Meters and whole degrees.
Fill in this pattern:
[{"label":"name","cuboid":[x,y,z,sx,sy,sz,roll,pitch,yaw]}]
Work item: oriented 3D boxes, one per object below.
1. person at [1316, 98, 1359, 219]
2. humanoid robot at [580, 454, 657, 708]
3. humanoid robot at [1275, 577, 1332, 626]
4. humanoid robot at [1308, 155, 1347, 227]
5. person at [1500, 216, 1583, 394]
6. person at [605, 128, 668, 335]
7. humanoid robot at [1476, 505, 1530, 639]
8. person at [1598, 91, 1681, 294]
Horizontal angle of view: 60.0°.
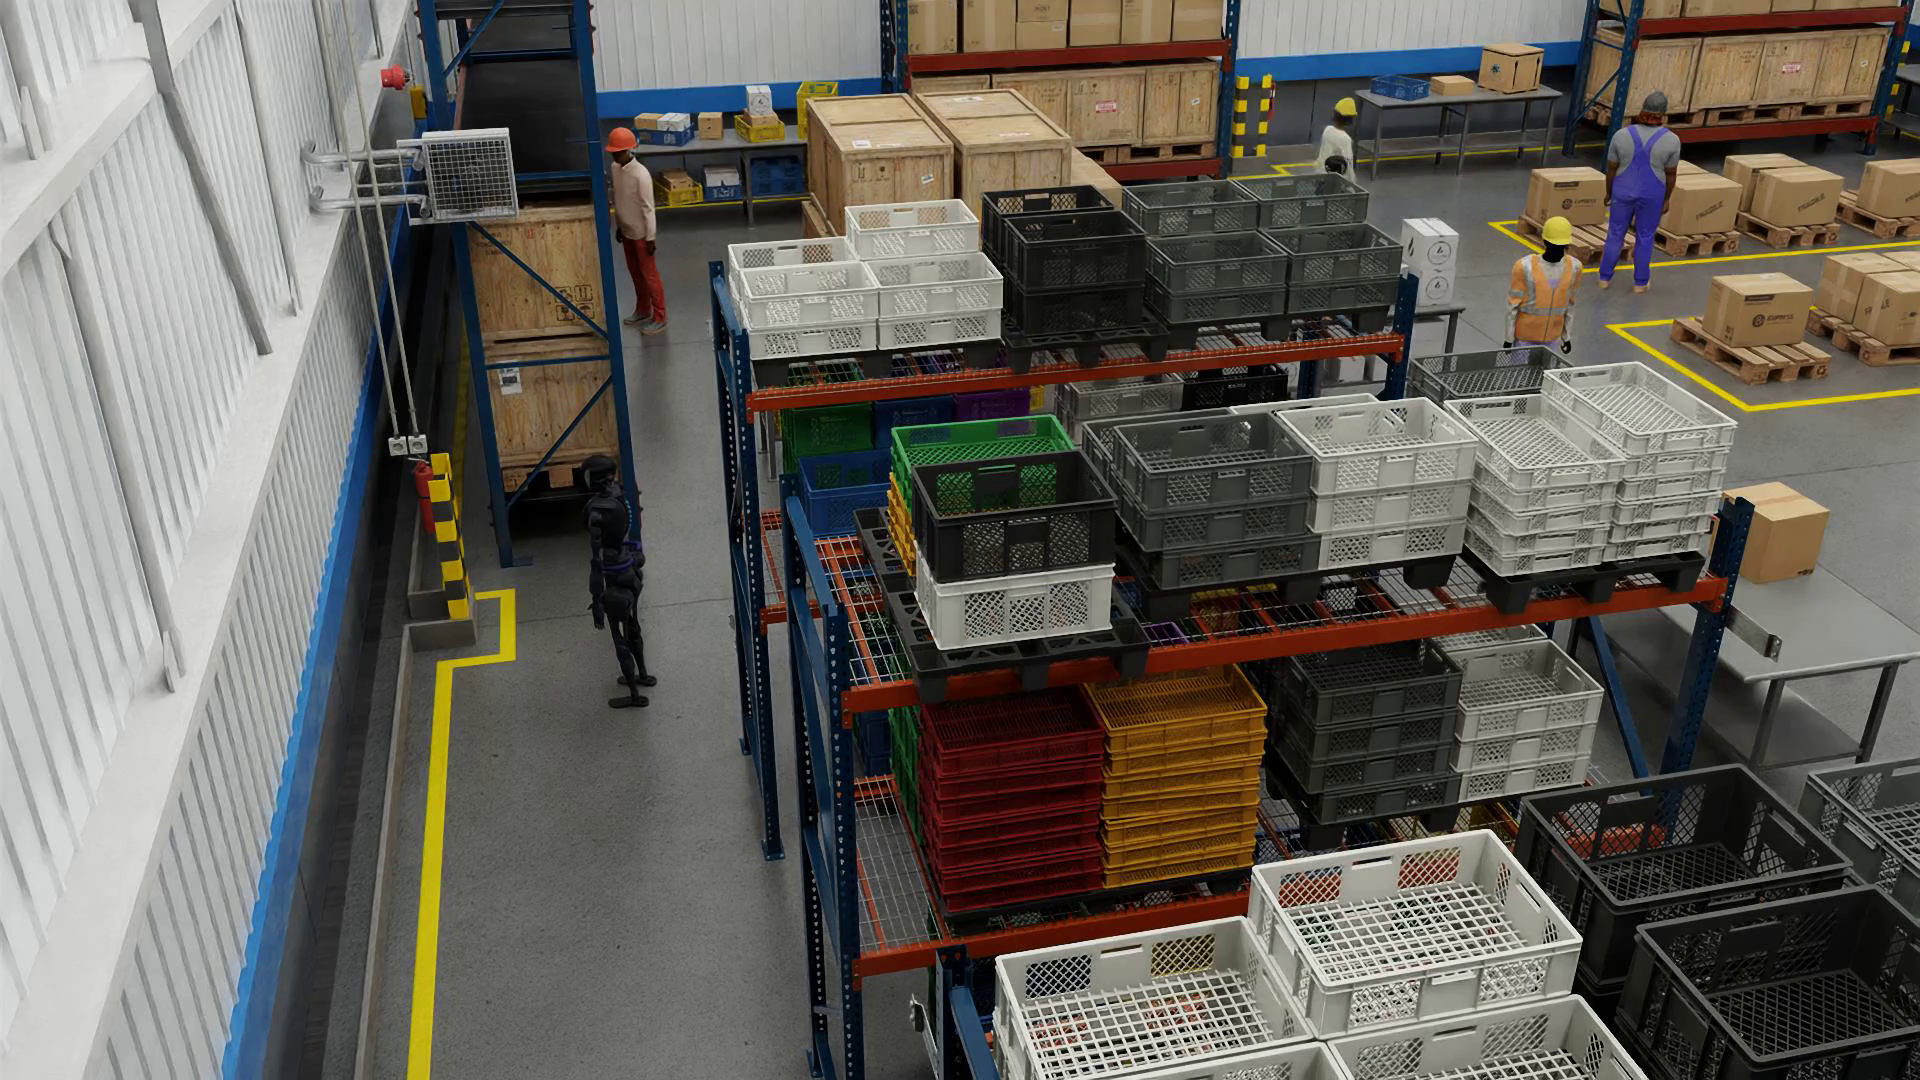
[{"label":"person","cuboid":[4.090,-3.849,17.780,0.879,1.719,0.541,-6,28,-11]},{"label":"humanoid robot","cuboid":[-2.095,0.236,10.090,0.344,1.653,0.565,3,28,6]},{"label":"humanoid robot","cuboid":[2.188,0.164,10.278,0.791,1.615,0.582,24,36,38]},{"label":"humanoid robot","cuboid":[3.497,-2.877,15.991,0.330,1.650,0.571,1,28,2]},{"label":"person","cuboid":[4.683,-1.680,13.456,0.584,1.928,0.365,-3,28,-7]},{"label":"person","cuboid":[-3.099,-2.930,15.781,0.424,1.982,0.626,-21,34,-34]},{"label":"humanoid robot","cuboid":[3.558,-0.041,10.621,0.599,1.647,0.443,23,35,36]},{"label":"person","cuboid":[6.870,-3.522,16.831,0.674,2.000,0.536,15,31,26]}]
